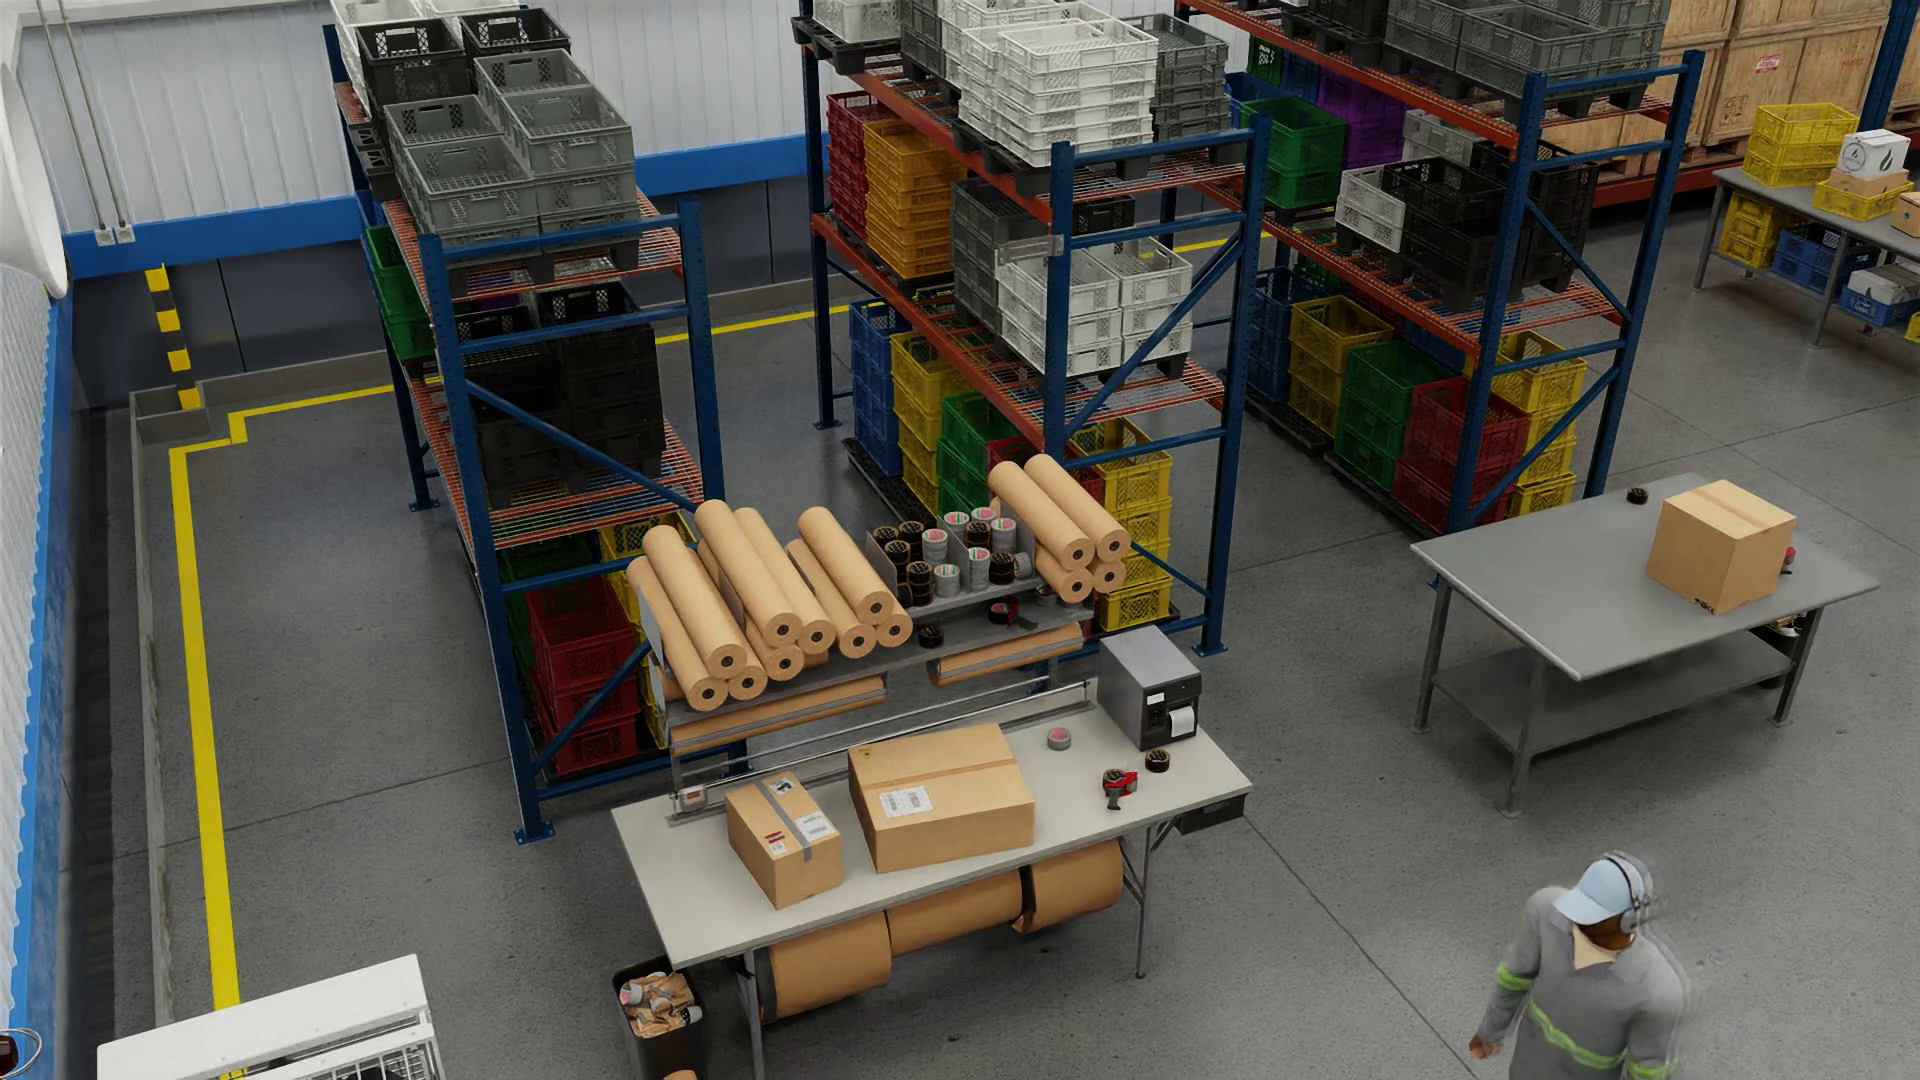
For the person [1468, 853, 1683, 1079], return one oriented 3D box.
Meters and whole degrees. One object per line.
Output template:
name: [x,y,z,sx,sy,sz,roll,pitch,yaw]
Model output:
person: [2.006,1.778,5.592,0.432,1.836,0.588,-14,34,-21]
